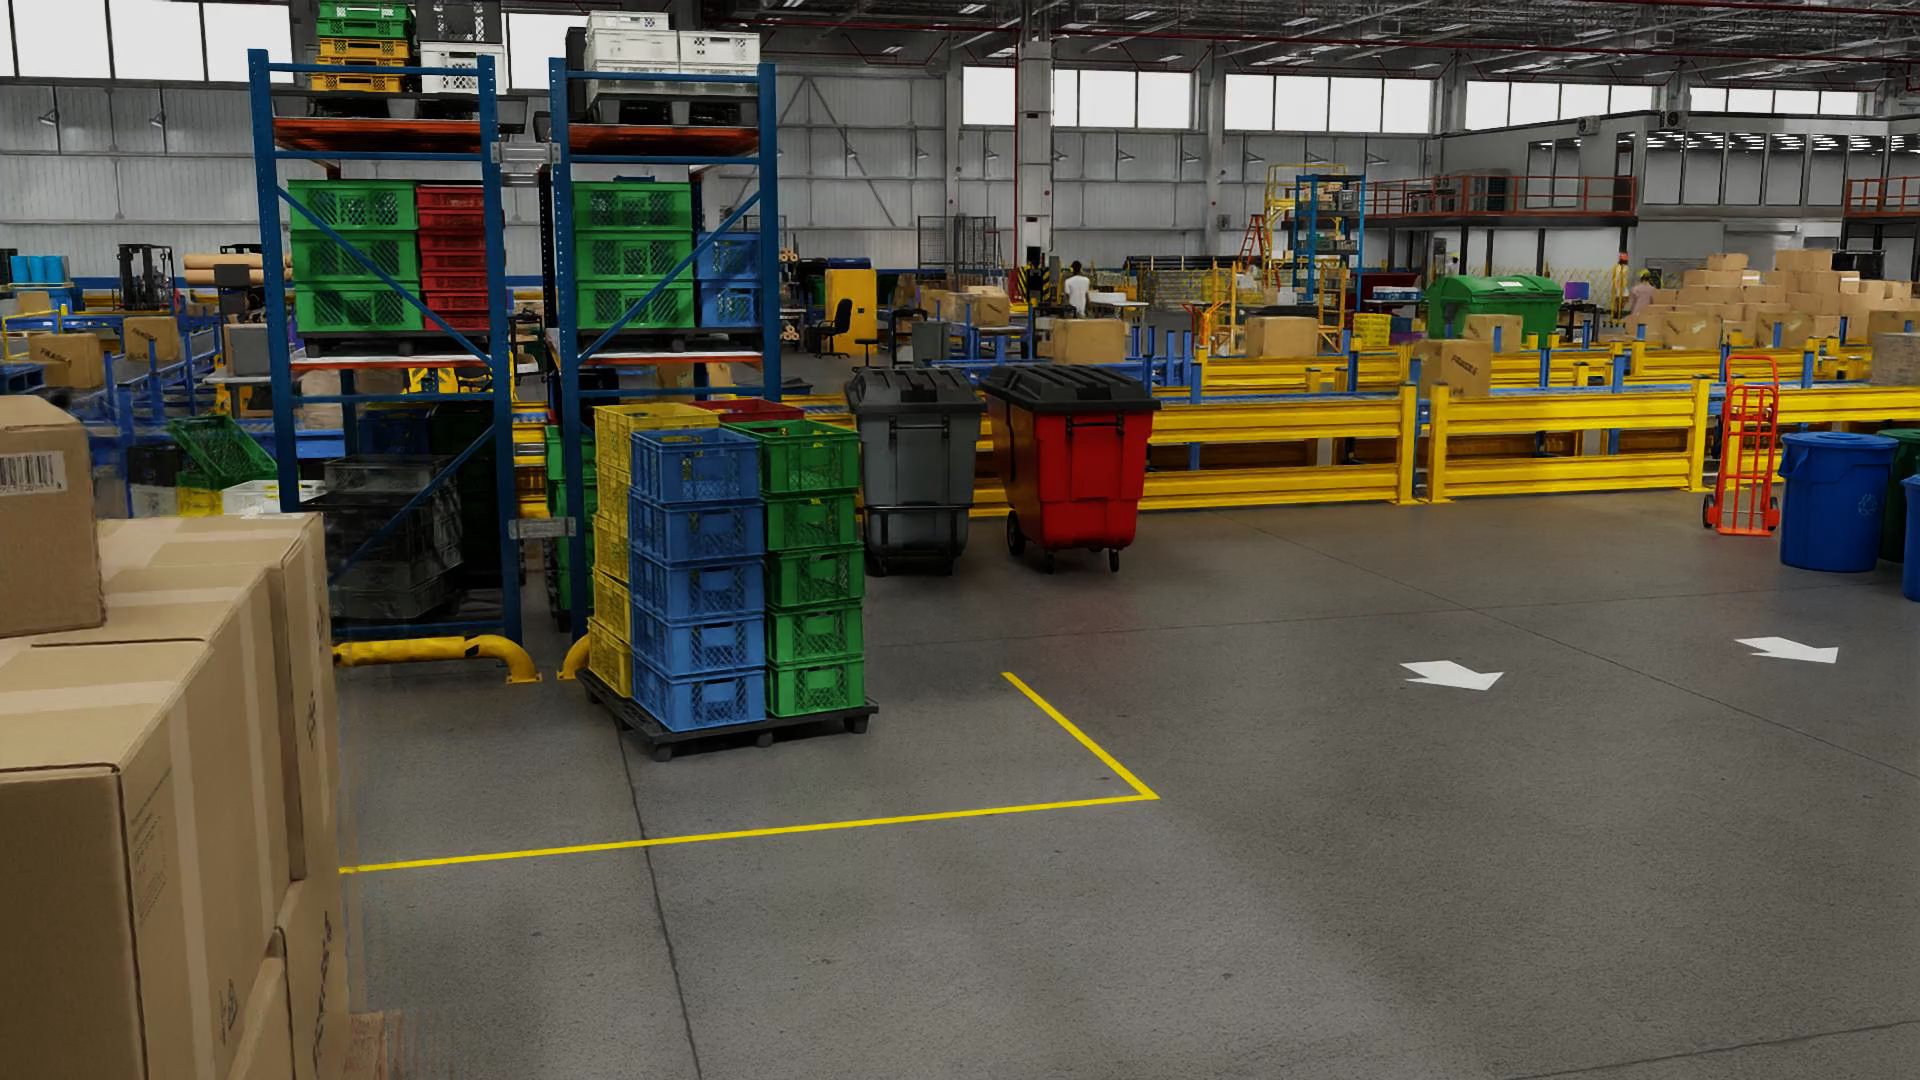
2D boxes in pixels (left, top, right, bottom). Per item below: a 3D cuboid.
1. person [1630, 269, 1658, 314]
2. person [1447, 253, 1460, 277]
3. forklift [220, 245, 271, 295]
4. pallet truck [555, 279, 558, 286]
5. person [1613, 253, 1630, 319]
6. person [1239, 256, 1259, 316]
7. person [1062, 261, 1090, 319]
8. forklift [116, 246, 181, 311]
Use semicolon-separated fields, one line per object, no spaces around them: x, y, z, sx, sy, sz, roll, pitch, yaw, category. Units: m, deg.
12.662;-4.150;30.799;0.523;1.703;0.976;6;12;30;person
17.085;-8.915;57.211;0.758;1.902;0.600;6;12;31;person
-17.749;-6.334;41.440;1.157;1.987;2.680;-3;10;-17;forklift
-10.604;-6.375;44.520;0.653;1.274;1.630;-3;10;-15;pallet truck
19.423;-7.435;48.768;0.581;1.917;0.474;-5;11;-27;person
8.804;-7.587;49.920;0.967;1.815;0.646;-4;11;-22;person
2.176;-4.361;31.560;0.577;1.849;0.406;-3;11;-19;person
-19.966;-6.232;40.894;1.157;1.987;2.680;-3;10;-15;forklift
